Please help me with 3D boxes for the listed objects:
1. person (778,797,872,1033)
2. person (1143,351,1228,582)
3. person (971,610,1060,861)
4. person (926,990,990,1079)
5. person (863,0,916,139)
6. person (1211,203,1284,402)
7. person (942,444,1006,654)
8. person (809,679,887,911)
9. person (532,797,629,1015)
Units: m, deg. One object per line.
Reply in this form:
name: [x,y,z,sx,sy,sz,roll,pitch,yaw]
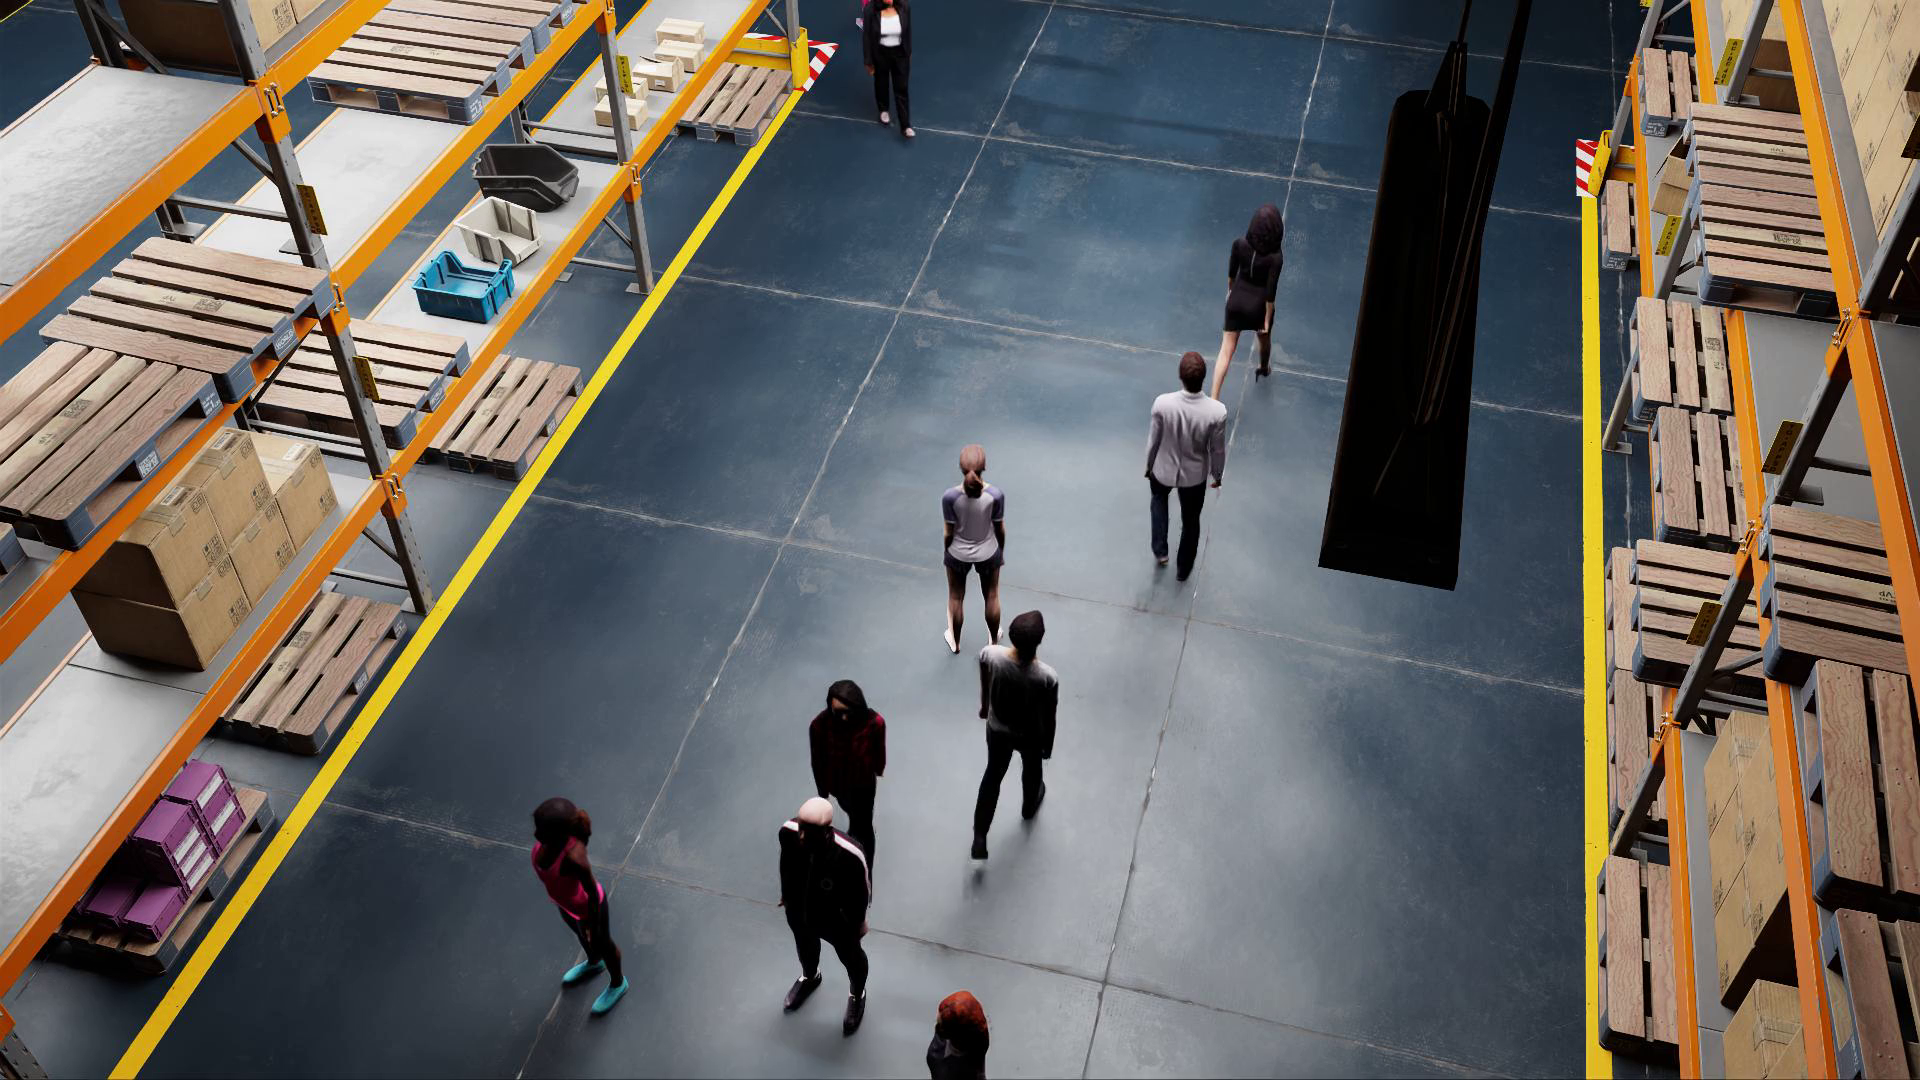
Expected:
person: [-0.717,1.956,8.867,0.709,1.837,0.627,17,46,17]
person: [1.493,-0.440,11.379,0.706,1.840,0.620,11,45,12]
person: [0.287,1.153,9.707,0.748,1.841,1.091,16,46,16]
person: [0.002,2.725,8.102,0.708,1.779,0.623,-17,46,-17]
person: [-0.714,-4.732,16.070,0.962,1.585,1.092,-12,45,-12]
person: [2.158,-1.692,12.759,0.833,1.750,1.188,24,49,23]
person: [0.084,0.071,10.896,0.648,1.768,0.663,-2,44,-2]
person: [-0.665,1.297,9.714,0.768,1.623,1.062,-1,44,-1]
person: [-2.045,1.942,8.965,0.691,1.722,0.655,-32,52,-29]
